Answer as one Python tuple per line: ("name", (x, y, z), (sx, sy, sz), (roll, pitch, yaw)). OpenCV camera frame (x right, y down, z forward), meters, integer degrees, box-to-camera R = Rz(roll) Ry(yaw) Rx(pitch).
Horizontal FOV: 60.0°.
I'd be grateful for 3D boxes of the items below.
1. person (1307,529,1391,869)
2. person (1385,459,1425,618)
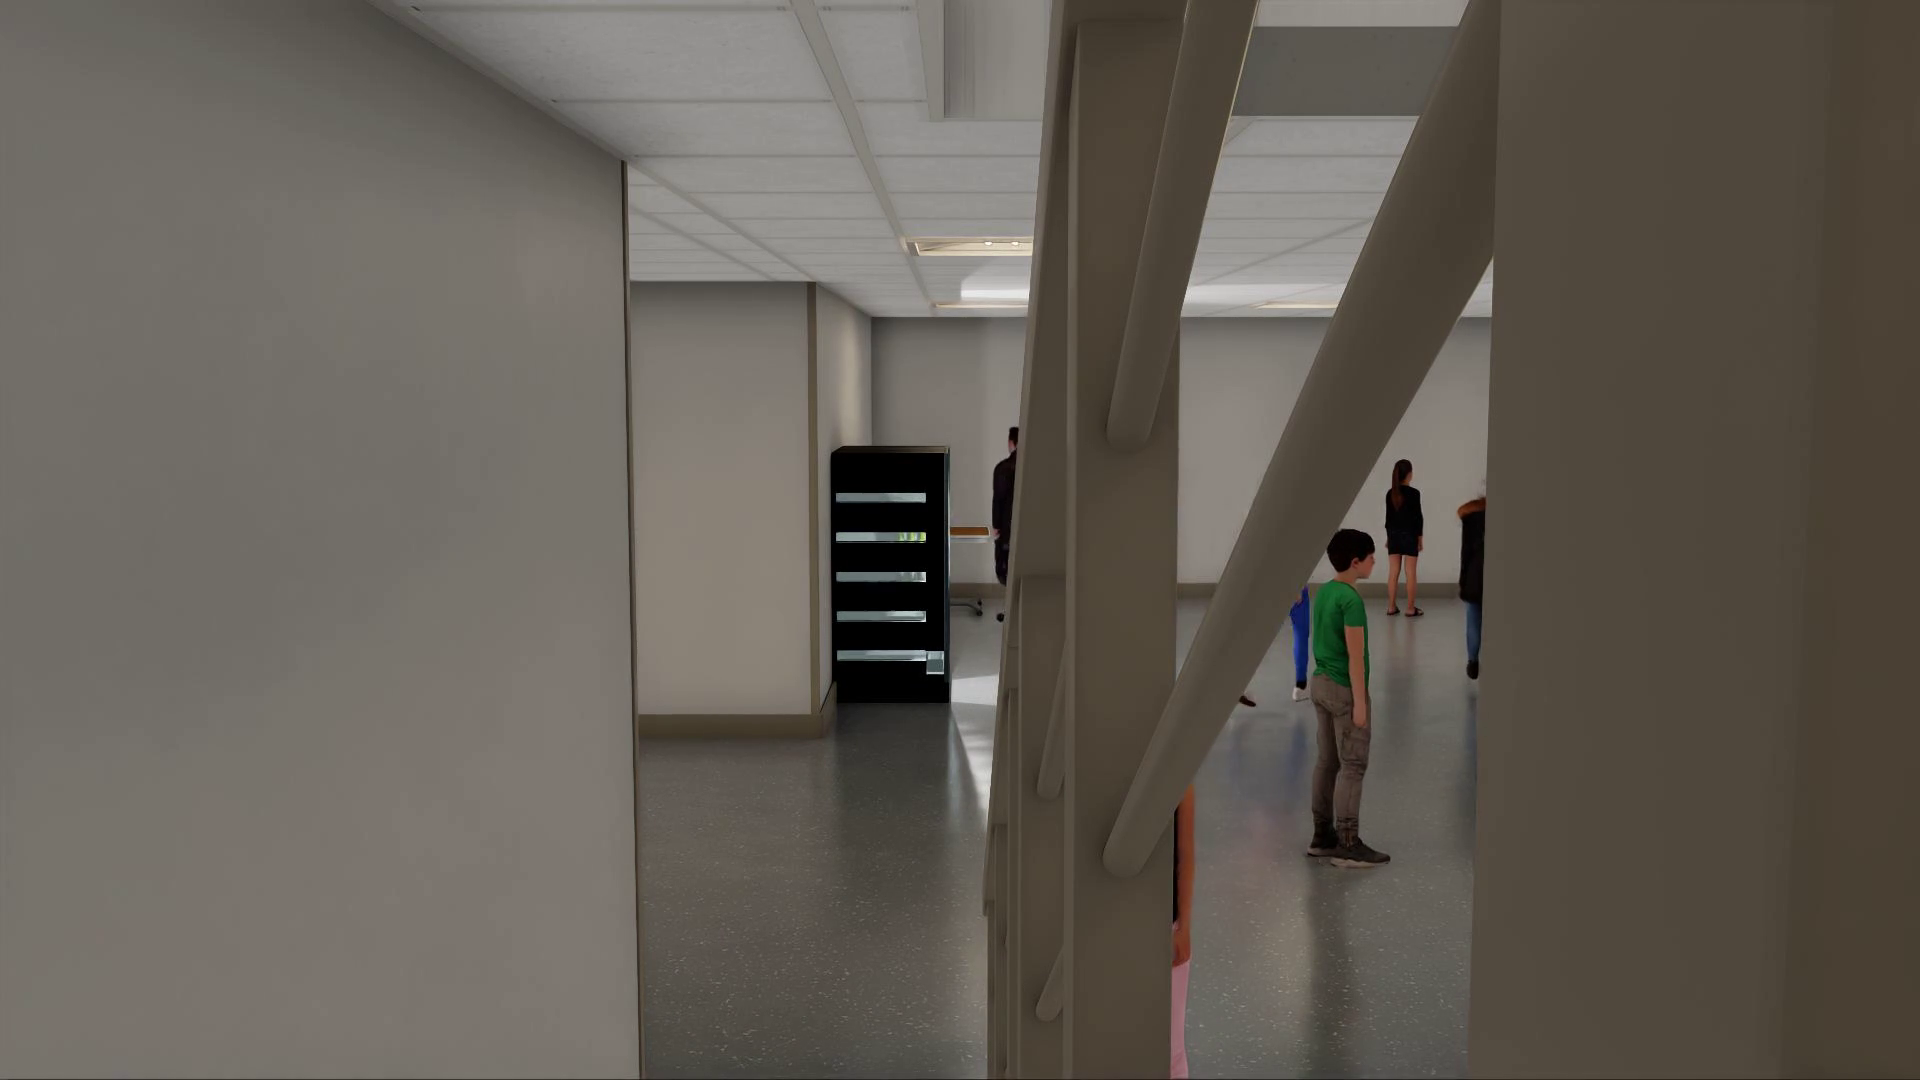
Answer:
("person", (1.850, 0.760, 8.205), (0.687, 1.651, 0.554), (-1, 6, -9))
("person", (4.409, -0.031, 16.544), (0.643, 1.555, 0.692), (4, 7, 38))
